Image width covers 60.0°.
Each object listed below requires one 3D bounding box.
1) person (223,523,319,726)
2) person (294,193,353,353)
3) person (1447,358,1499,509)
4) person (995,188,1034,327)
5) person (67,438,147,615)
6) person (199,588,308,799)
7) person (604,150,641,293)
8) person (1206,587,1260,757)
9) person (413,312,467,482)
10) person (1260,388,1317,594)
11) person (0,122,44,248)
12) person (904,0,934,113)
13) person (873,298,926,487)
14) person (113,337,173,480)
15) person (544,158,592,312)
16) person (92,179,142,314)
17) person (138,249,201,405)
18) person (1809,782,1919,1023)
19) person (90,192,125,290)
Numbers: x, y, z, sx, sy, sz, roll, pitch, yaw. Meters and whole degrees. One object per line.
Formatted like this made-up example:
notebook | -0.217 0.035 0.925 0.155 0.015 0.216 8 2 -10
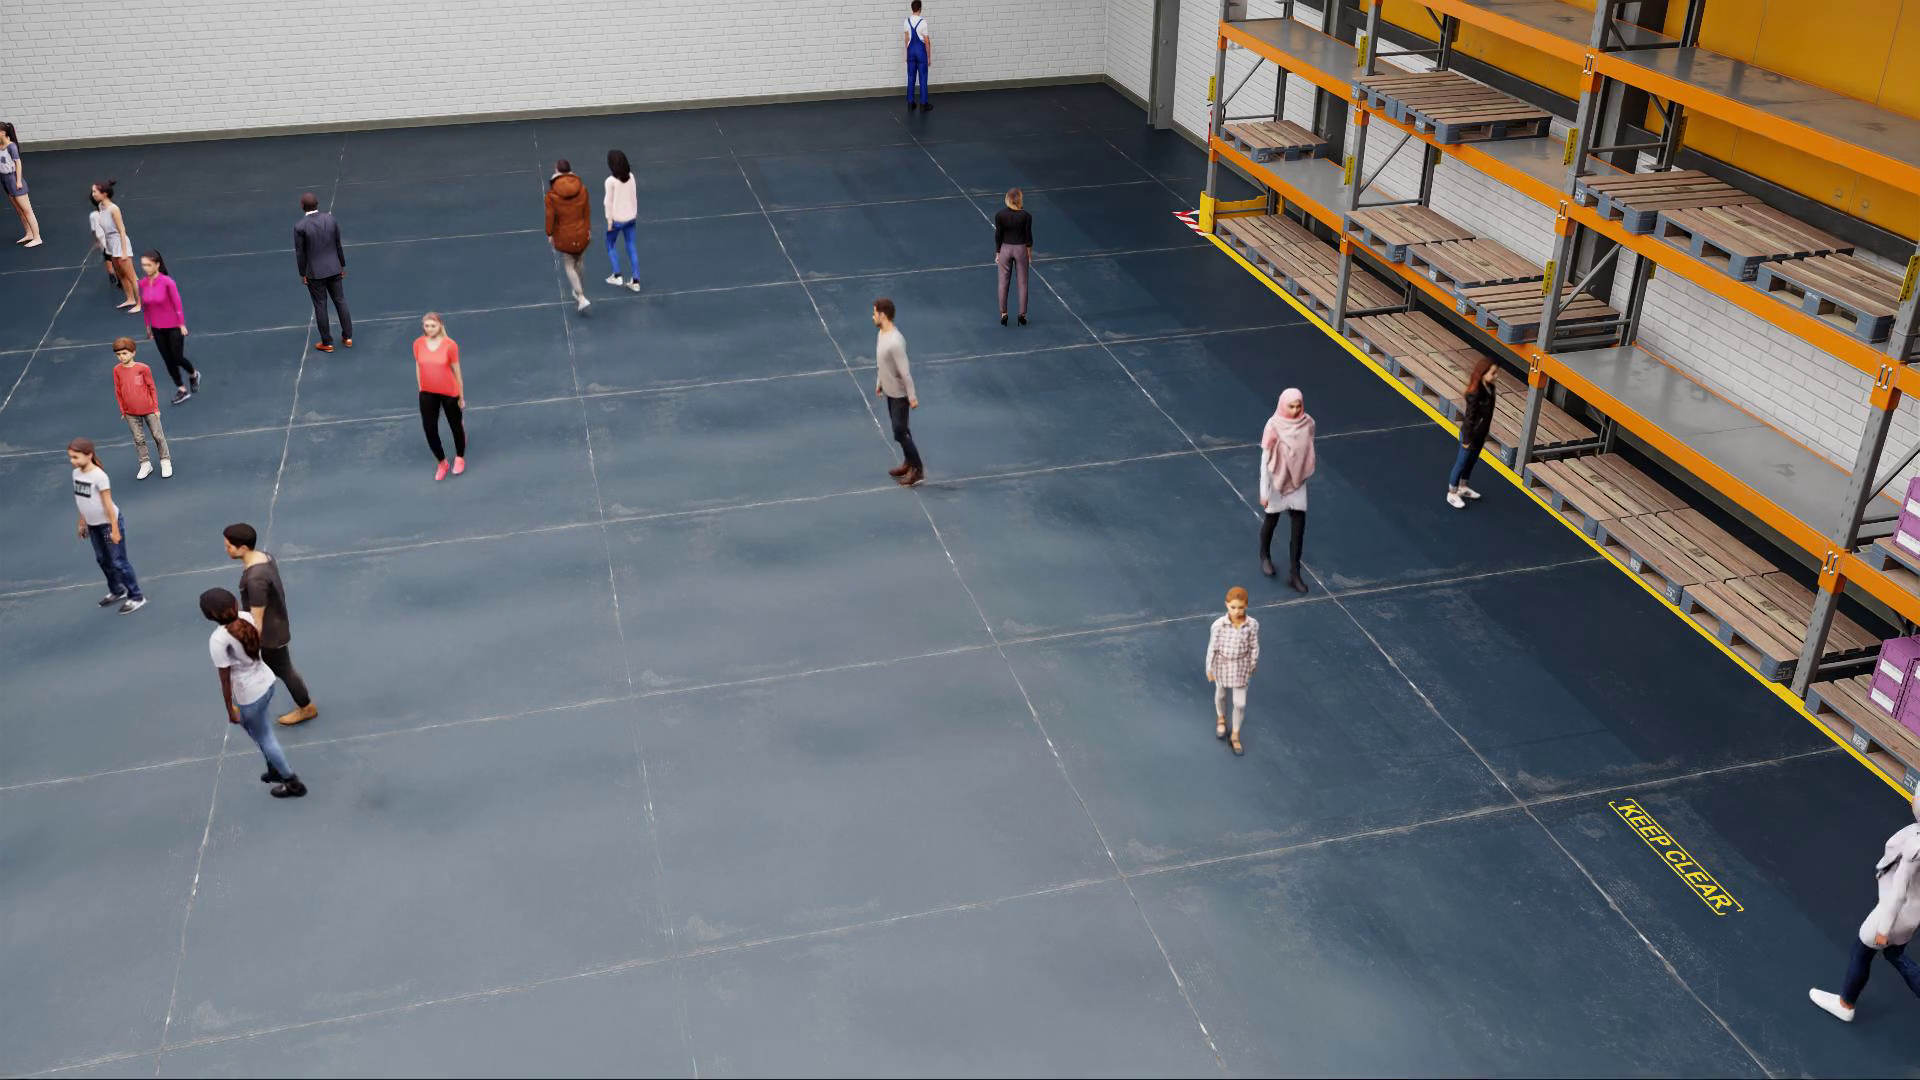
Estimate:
person | -5.033 0.624 12.271 0.730 1.693 0.814 -8 30 -15
person | -7.218 -3.042 18.861 0.778 1.818 0.766 -24 37 -37
person | 4.783 -1.020 15.512 0.656 1.475 0.635 24 37 37
person | 0.627 -3.318 19.521 0.658 1.672 0.634 2 29 4
person | -7.124 -0.150 13.827 0.633 1.561 0.684 13 31 23
person | -4.788 1.063 11.457 0.783 1.702 0.717 5 29 9
person | -4.116 -3.911 20.526 0.852 1.750 0.916 -24 37 -37
person | 1.988 0.881 12.217 0.663 1.295 0.783 2 29 3
person | -4.974 -1.428 16.048 0.705 1.678 0.767 0 29 0
person | 2.728 -0.491 14.224 0.645 1.780 0.915 -7 29 -12
person | -12.588 -4.757 22.180 0.639 1.651 0.736 23 36 35
person | -0.737 -8.302 28.470 0.720 1.851 0.753 11 30 19
person | -0.530 -1.389 15.830 0.782 1.819 0.570 -17 33 -28
person | -7.915 -1.285 16.059 0.531 1.416 0.507 -5 29 -9
person | -4.639 -3.627 19.944 0.926 1.807 1.176 -18 33 -29
person | -10.118 -3.543 19.993 0.603 1.613 0.695 21 35 33
person | -8.335 -2.280 17.600 0.722 1.689 0.782 5 29 9
person | 5.400 2.146 9.411 0.870 1.759 1.091 -21 35 -33
person | -10.603 -3.724 20.704 0.486 1.250 0.488 -6 29 -11
